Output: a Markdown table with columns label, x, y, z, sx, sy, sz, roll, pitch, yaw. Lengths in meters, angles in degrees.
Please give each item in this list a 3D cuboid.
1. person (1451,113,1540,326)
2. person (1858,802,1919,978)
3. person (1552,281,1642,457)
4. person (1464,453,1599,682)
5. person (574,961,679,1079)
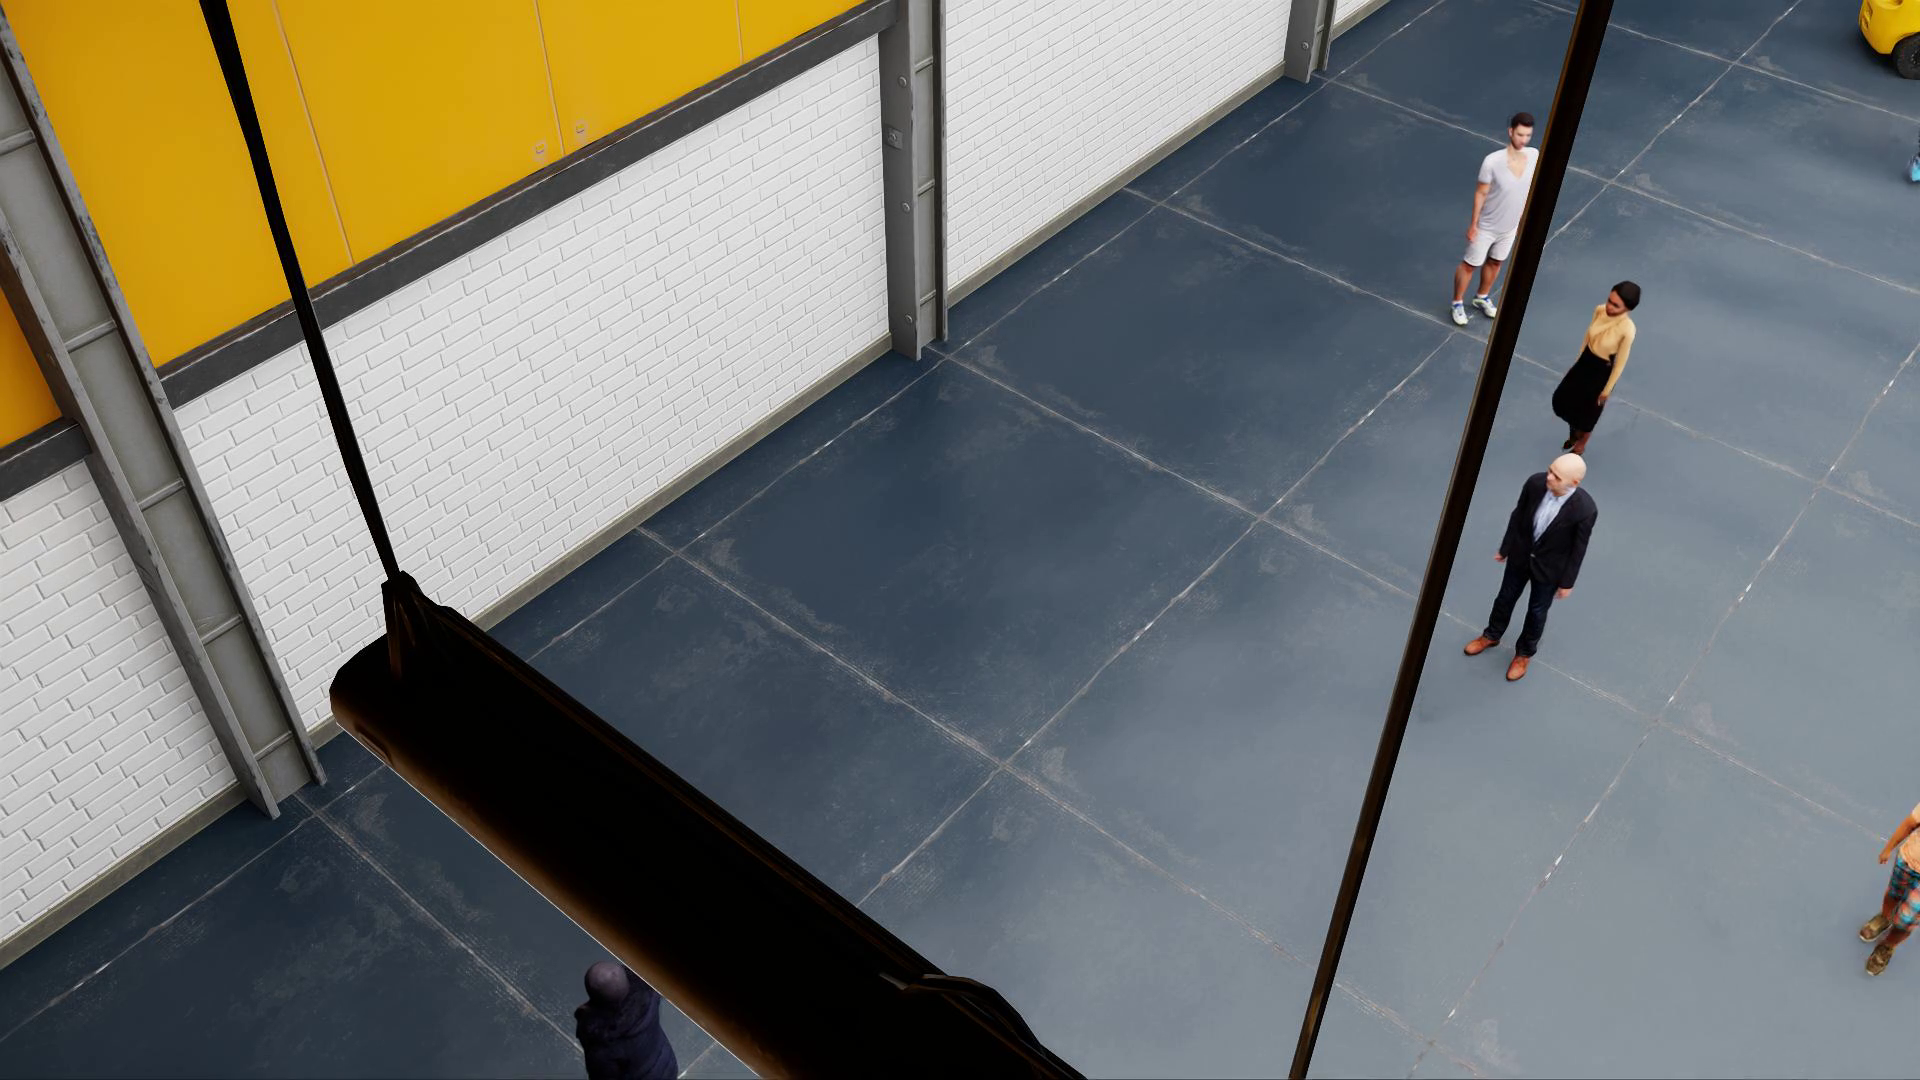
| label | x | y | z | sx | sy | sz | roll | pitch | yaw |
| --- | --- | --- | --- | --- | --- | --- | --- | --- | --- |
| person | 4.312 | -2.590 | 13.351 | 0.697 | 1.853 | 0.822 | -13 | 45 | -13 |
| person | 5.312 | 1.751 | 9.087 | 0.722 | 1.449 | 0.626 | -27 | 50 | -25 |
| person | 4.667 | -1.204 | 12.044 | 0.736 | 1.649 | 0.711 | -17 | 46 | -17 |
| person | 3.669 | 0.125 | 10.541 | 0.617 | 1.797 | 0.698 | -33 | 53 | -30 |
| person | -1.589 | 2.551 | 8.083 | 0.806 | 1.674 | 0.680 | 17 | 46 | 17 |
